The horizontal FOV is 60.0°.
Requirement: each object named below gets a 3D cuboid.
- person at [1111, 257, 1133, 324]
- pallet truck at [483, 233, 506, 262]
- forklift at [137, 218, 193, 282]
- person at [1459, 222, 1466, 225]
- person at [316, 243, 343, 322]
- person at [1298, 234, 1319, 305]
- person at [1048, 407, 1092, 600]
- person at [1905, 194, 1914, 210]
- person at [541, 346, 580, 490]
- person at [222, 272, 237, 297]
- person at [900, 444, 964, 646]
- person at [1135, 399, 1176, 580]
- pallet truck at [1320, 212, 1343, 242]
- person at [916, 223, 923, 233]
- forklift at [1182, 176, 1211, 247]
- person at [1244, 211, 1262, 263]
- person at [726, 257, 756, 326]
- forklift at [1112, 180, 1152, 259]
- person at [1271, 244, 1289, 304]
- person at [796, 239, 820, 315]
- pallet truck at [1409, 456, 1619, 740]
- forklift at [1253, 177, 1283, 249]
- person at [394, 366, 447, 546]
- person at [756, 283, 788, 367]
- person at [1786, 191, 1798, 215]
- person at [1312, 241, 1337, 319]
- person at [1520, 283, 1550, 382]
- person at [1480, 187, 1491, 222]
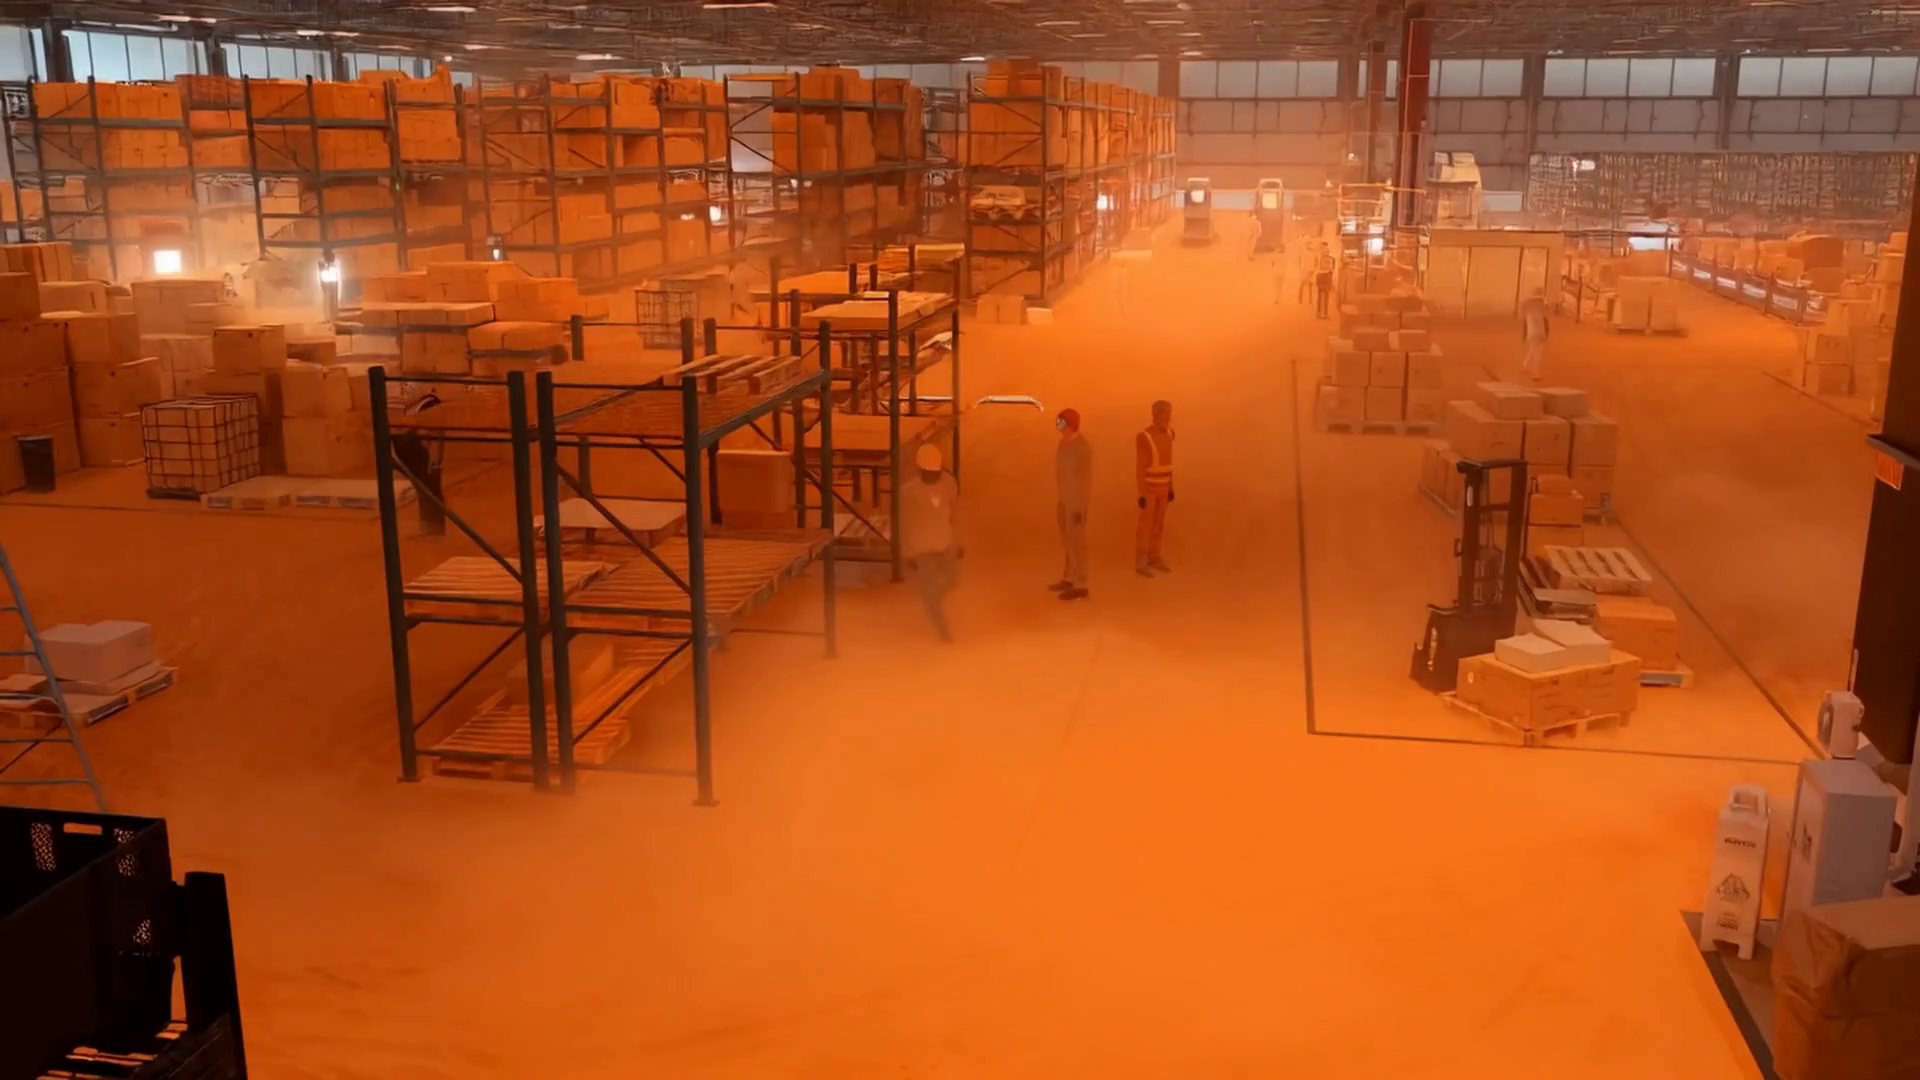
[{"bbox_3d":[3.879,-6.087,40.508,0.541,1.606,0.758,-9,16,-32],"label":"person"},{"bbox_3d":[-11.832,-7.026,43.548,1.885,1.965,0.823,8,16,28],"label":"pallet truck"},{"bbox_3d":[-16.508,-5.308,34.754,1.129,2.768,1.873,-9,16,-32],"label":"forklift"},{"bbox_3d":[19.767,-12.332,65.577,0.354,1.751,0.545,-3,14,-11],"label":"person"},{"bbox_3d":[-15.494,-6.339,40.943,0.587,1.911,0.397,-8,16,-29],"label":"person"},{"bbox_3d":[9.388,-7.321,44.929,0.549,1.917,0.733,0,14,-2],"label":"person"},{"bbox_3d":[1.123,-0.371,16.651,0.353,1.936,0.633,-4,14,-15],"label":"person"},{"bbox_3d":[45.172,-15.694,79.050,0.375,1.843,0.574,3,14,11],"label":"person"},{"bbox_3d":[-5.234,-1.583,21.657,0.699,1.899,0.694,9,16,32],"label":"person"},{"bbox_3d":[-15.727,-4.948,35.846,0.308,1.641,0.515,-3,14,-14],"label":"person"},{"bbox_3d":[-0.276,0.016,15.191,0.639,1.888,0.636,-7,15,-26],"label":"person"},{"bbox_3d":[2.053,-0.536,17.426,0.355,1.887,0.573,12,18,41],"label":"person"},{"bbox_3d":[15.874,-13.227,70.310,0.680,1.201,1.601,10,17,35],"label":"pallet truck"},{"bbox_3d":[-1.560,-11.034,60.138,0.636,1.842,0.429,6,15,22],"label":"person"},{"bbox_3d":[9.613,-13.342,67.372,1.129,2.768,1.873,2,14,10],"label":"forklift"},{"bbox_3d":[10.437,-10.813,59.300,0.607,1.814,0.598,0,14,0],"label":"person"},{"bbox_3d":[-5.271,-5.903,39.645,0.692,1.674,0.538,-1,14,-6],"label":"person"},{"bbox_3d":[6.082,-11.722,60.796,1.873,2.768,1.129,2,14,9],"label":"forklift"},{"bbox_3d":[8.641,-7.173,44.921,0.503,1.620,0.463,-3,14,-11],"label":"person"},{"bbox_3d":[-3.746,-6.398,41.005,0.612,1.995,0.382,-4,15,-17],"label":"person"},{"bbox_3d":[4.504,0.400,13.395,0.823,1.965,1.885,-6,15,-23],"label":"pallet truck"},{"bbox_3d":[12.083,-12.747,64.956,1.129,2.768,1.873,3,14,10],"label":"forklift"},{"bbox_3d":[-6.113,-0.954,18.806,0.539,2.000,0.688,-11,17,-37],"label":"person"},{"bbox_3d":[-3.374,-3.671,30.046,0.636,1.939,0.362,7,16,27],"label":"person"},{"bbox_3d":[40.652,-16.203,81.227,0.605,1.823,0.524,1,14,5],"label":"person"},{"bbox_3d":[9.072,-6.479,41.464,0.595,1.927,0.449,2,14,8],"label":"person"},{"bbox_3d":[10.716,-3.854,30.955,0.375,1.851,0.563,-13,19,-43],"label":"person"},{"bbox_3d":[25.287,-15.916,79.688,0.777,1.964,0.639,0,14,1],"label":"person"}]
